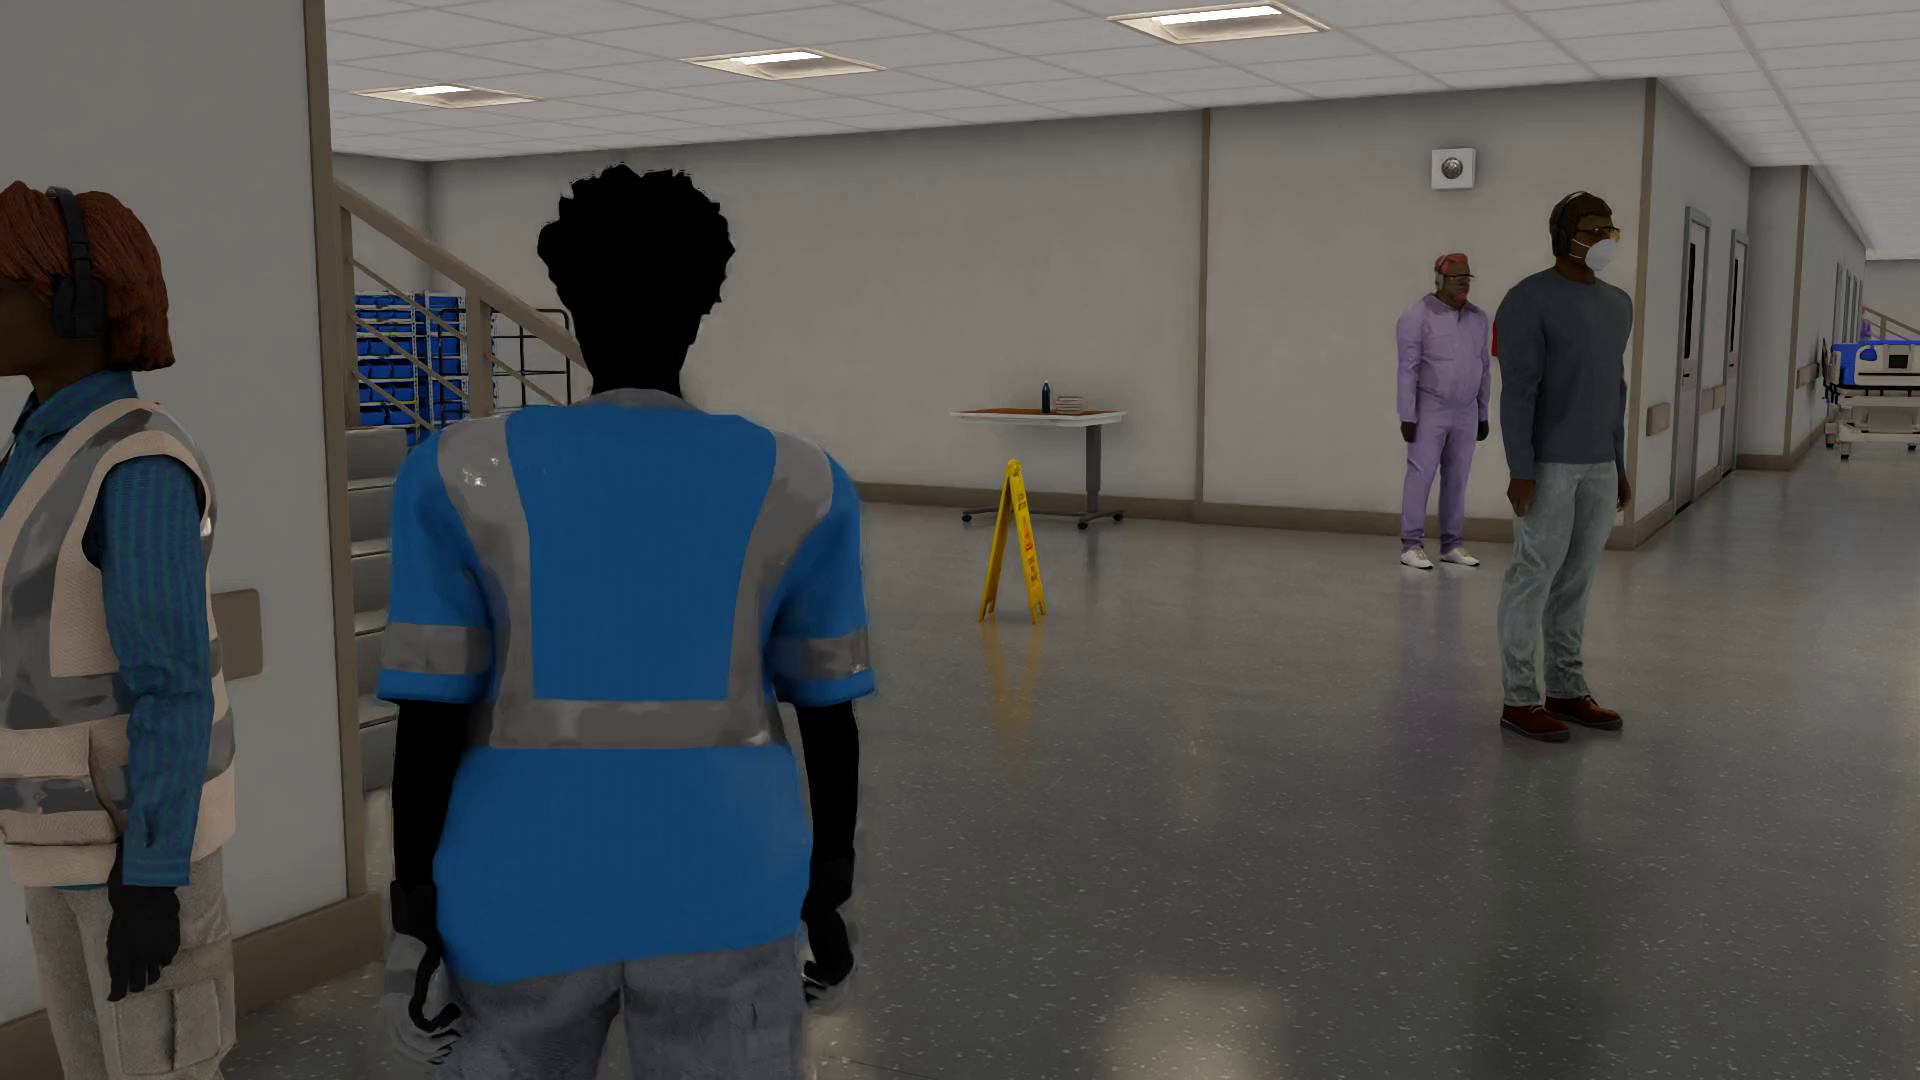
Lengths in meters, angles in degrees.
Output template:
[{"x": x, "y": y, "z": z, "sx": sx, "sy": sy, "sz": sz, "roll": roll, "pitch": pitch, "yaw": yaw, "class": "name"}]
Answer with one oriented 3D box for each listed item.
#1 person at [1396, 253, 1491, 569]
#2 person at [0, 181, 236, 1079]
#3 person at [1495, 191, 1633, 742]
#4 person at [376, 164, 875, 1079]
[{"x": 2.934, "y": -0.770, "z": 10.037, "sx": 0.648, "sy": 1.899, "sz": 0.397, "roll": -3, "pitch": 8, "yaw": -22, "class": "person"}, {"x": -1.074, "y": 0.389, "z": 2.094, "sx": 0.308, "sy": 1.641, "sz": 0.511, "roll": -7, "pitch": 10, "yaw": -44, "class": "person"}, {"x": 2.178, "y": -0.262, "z": 5.962, "sx": 0.630, "sy": 1.940, "sz": 0.372, "roll": -5, "pitch": 9, "yaw": -33, "class": "person"}, {"x": -0.368, "y": 0.406, "z": 1.920, "sx": 0.546, "sy": 1.645, "sz": 0.777, "roll": -2, "pitch": 8, "yaw": -13, "class": "person"}]
